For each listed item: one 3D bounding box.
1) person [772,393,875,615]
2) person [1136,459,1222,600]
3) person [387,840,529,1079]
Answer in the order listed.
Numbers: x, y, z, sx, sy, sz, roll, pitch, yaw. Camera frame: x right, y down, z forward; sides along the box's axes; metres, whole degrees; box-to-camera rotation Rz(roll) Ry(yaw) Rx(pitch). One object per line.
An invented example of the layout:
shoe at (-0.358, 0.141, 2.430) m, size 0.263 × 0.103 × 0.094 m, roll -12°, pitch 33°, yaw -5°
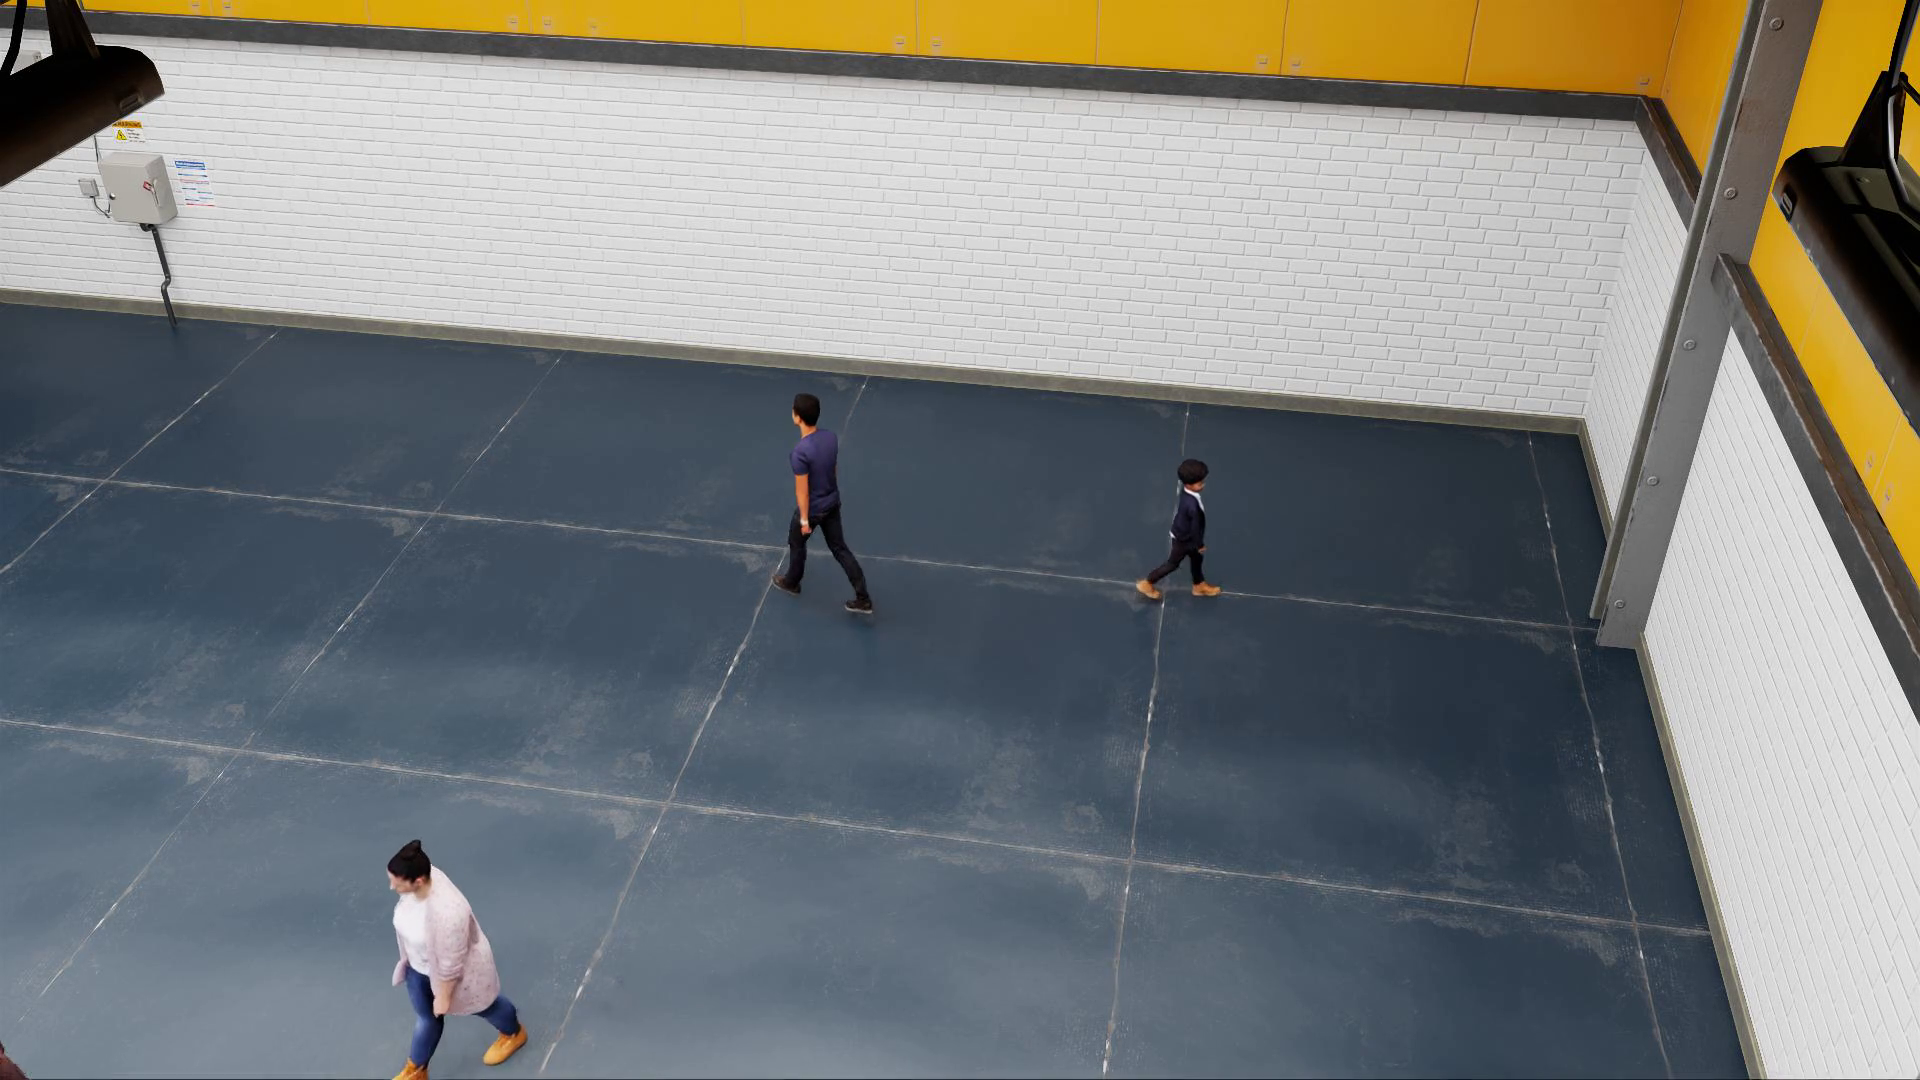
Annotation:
person at (-0.947, -0.201, 12.050) m, size 1.082 × 1.740 × 1.199 m, roll 23°, pitch 40°, yaw 31°
person at (1.615, -0.054, 12.311) m, size 0.626 × 1.207 × 0.831 m, roll 1°, pitch 34°, yaw 2°
person at (-2.544, 2.131, 8.571) m, size 1.040 × 1.708 × 1.165 m, roll 28°, pitch 42°, yaw 35°
